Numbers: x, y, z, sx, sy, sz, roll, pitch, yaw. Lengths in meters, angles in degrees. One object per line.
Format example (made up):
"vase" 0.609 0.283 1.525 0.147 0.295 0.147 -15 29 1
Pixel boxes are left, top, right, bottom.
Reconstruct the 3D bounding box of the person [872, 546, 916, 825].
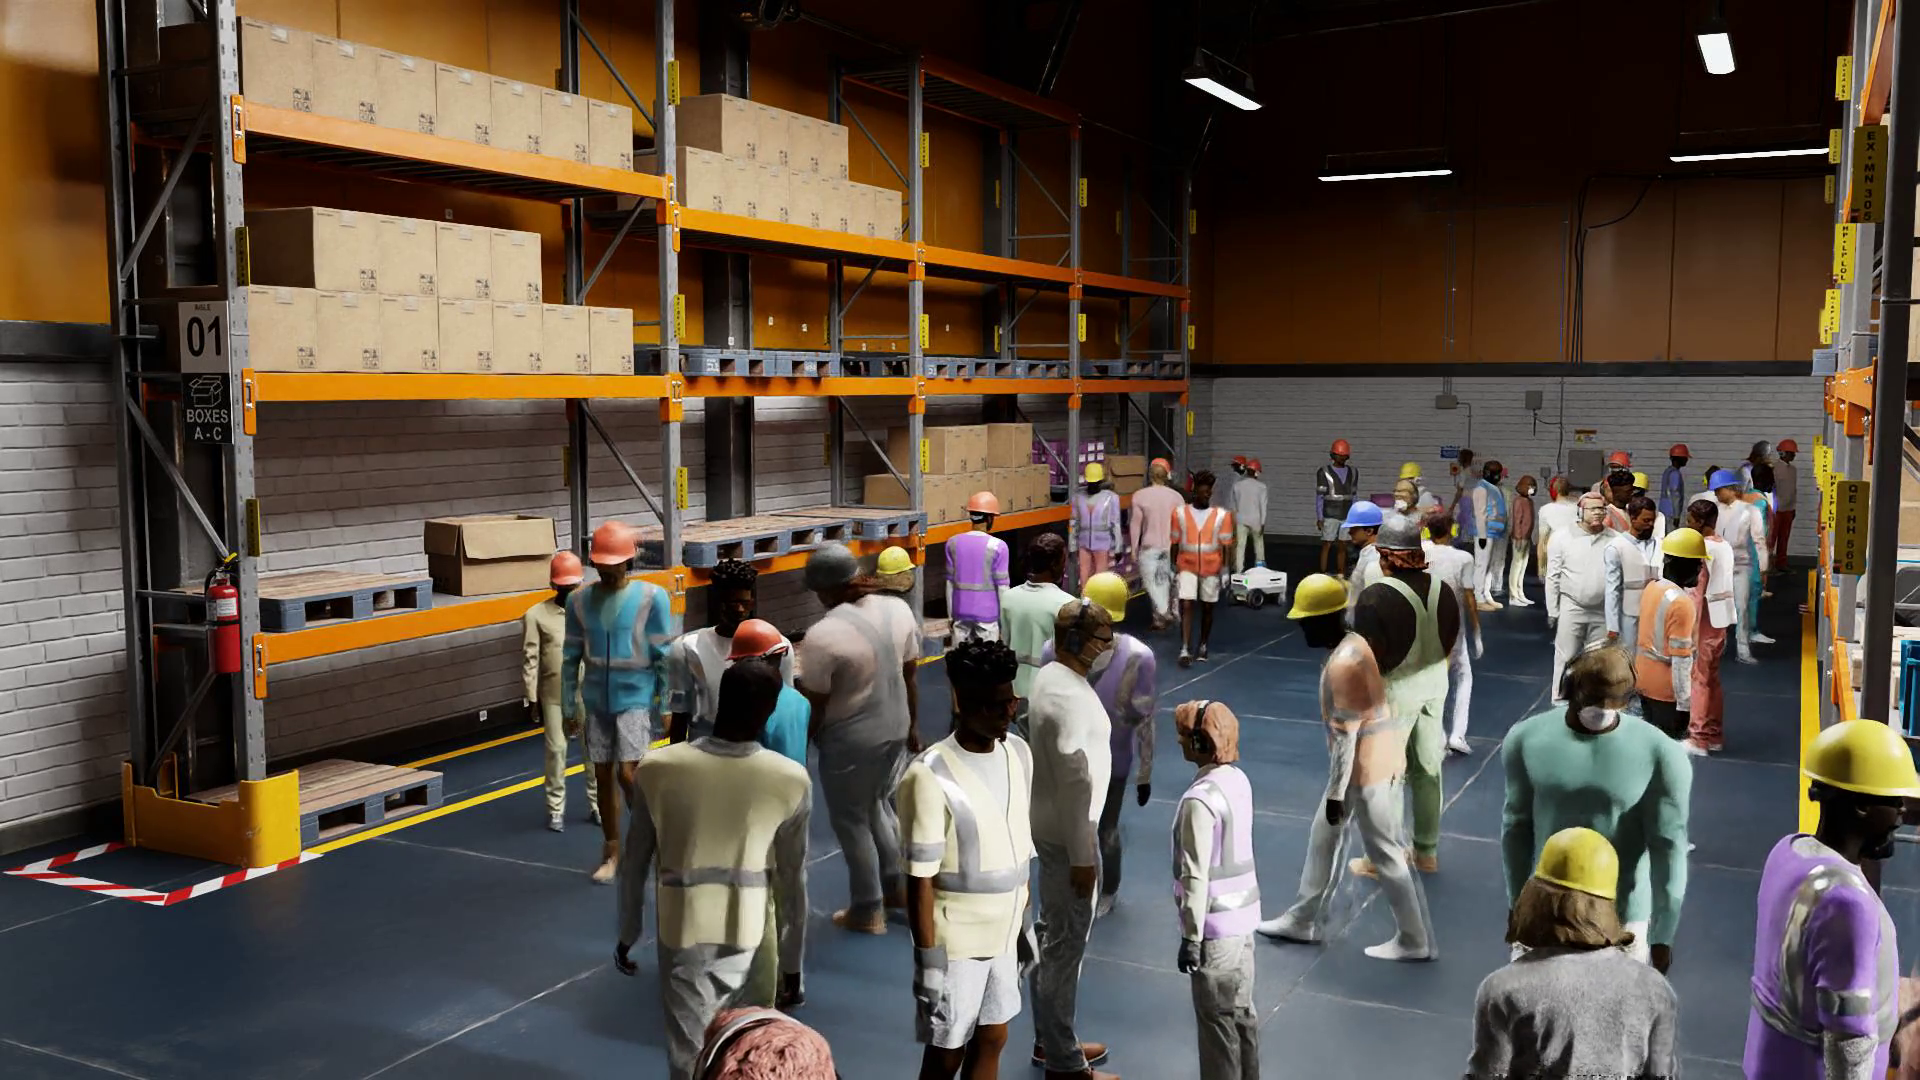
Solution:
"person" -0.407 0.910 10.455 0.283 1.746 0.493 -3 6 -27

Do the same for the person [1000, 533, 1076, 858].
"person" 0.472 0.915 9.475 0.379 1.918 0.596 -5 7 -44

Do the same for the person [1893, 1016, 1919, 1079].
"person" 2.905 1.389 4.830 0.873 1.850 0.693 3 6 29

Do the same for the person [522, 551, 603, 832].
"person" -2.400 0.929 10.277 0.577 1.738 0.354 -2 6 -22

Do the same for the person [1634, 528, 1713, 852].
"person" 4.218 0.883 9.866 0.403 1.919 0.581 0 5 4

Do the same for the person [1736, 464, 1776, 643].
"person" 8.526 0.139 17.836 0.386 1.918 0.595 1 5 10

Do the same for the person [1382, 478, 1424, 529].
"person" 3.925 0.416 14.785 0.494 1.923 0.664 -5 7 -42

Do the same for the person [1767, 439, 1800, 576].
"person" 11.882 -0.467 24.021 0.617 1.986 0.406 -3 6 -28

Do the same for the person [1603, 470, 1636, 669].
"person" 6.179 0.318 15.648 0.361 1.965 0.612 5 7 44

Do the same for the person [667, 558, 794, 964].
"person" -1.068 1.052 7.836 0.611 1.958 0.368 -1 5 -14

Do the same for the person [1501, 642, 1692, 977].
"person" 2.087 1.291 5.585 0.633 1.895 0.897 3 6 31

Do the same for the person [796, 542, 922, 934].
"person" -0.558 0.962 8.322 0.543 2.000 0.745 4 6 34

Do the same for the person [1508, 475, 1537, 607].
"person" 7.039 0.007 20.771 0.285 1.632 0.499 4 7 38

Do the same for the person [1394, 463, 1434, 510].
"person" 5.515 -0.039 20.311 0.411 1.820 0.635 -2 6 -22

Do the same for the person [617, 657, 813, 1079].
"person" -0.799 1.322 5.460 0.647 1.862 0.834 -1 6 -16

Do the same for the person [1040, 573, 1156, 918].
"person" 0.667 1.064 8.246 0.630 1.870 0.970 1 6 15

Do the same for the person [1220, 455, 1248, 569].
"person" 4.051 -0.405 24.770 0.591 1.708 0.581 -1 5 -9

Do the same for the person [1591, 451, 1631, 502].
"person" 7.683 -0.047 19.497 0.408 1.984 0.617 -5 7 -43

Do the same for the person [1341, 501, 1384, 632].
"person" 2.901 0.690 11.820 0.417 1.939 0.610 1 5 13

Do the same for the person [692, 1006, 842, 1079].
"person" -0.270 1.595 2.324 0.657 1.893 0.400 -4 7 -38

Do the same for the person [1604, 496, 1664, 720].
"person" 5.202 0.609 12.853 0.604 1.906 0.399 -3 6 -29

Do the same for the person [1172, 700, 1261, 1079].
"person" 0.917 1.386 5.970 0.323 1.630 0.519 3 6 27

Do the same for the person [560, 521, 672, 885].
"person" -1.897 0.898 9.117 0.640 2.021 0.437 1 5 10

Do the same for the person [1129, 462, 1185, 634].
"person" 2.198 0.106 18.235 0.654 1.916 0.610 -2 6 -21

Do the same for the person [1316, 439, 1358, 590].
"person" 5.056 -0.328 22.203 0.614 2.039 0.390 -2 6 -17

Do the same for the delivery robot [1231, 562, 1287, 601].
"delivery robot" 3.696 0.512 20.550 0.707 0.478 0.477 -4 7 -32

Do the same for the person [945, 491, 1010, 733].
"person" 0.151 0.579 13.075 0.553 1.924 0.391 3 6 27

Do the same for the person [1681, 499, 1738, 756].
"person" 5.576 0.649 12.416 0.399 1.906 0.603 5 7 43

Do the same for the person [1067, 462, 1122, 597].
"person" 1.539 0.055 18.860 0.663 1.890 0.630 2 6 22

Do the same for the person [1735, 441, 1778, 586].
"person" 10.824 -0.370 22.658 0.707 2.000 0.568 -3 6 -27

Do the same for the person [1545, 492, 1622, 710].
"person" 4.993 0.569 13.241 0.639 1.913 0.409 0 5 4

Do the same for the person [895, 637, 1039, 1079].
"person" 0.042 1.277 5.417 0.376 1.959 0.607 4 7 38

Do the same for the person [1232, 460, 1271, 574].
"person" 4.100 -0.278 23.412 0.574 1.702 0.873 3 6 31

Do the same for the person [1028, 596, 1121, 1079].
"person" 0.439 1.182 6.539 0.371 1.934 0.627 0 5 -3

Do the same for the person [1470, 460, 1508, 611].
"person" 6.478 -0.055 20.358 0.430 1.841 0.624 4 6 35

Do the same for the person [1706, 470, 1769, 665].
"person" 7.603 0.271 16.401 0.434 1.922 0.690 -5 7 -42

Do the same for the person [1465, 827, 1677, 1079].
"person" 1.440 1.537 4.000 0.556 1.676 0.882 -1 5 -8

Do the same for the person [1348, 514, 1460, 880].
"person" 2.423 0.870 9.319 0.682 2.000 0.536 -3 6 -29

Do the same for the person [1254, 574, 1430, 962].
"person" 1.831 1.091 7.958 0.939 1.856 0.621 1 5 10

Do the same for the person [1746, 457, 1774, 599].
"person" 10.301 -0.154 21.443 0.514 1.842 0.356 -5 7 -43

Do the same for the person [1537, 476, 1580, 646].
"person" 6.270 0.246 17.210 0.618 1.819 0.543 -1 5 -14

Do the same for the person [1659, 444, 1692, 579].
"person" 10.147 -0.400 23.616 0.404 1.928 0.545 1 5 13

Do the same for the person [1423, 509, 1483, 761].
"person" 3.571 0.695 12.233 0.571 1.844 0.496 3 6 31

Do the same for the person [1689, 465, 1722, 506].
"person" 8.378 0.096 18.568 0.523 1.870 0.325 2 6 18

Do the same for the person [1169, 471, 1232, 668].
"person" 2.348 0.289 16.252 0.611 1.904 1.023 1 5 9

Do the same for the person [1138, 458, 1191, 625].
"person" 2.310 0.037 18.786 0.634 1.959 0.751 1 5 7

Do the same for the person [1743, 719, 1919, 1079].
"person" 2.221 1.404 4.243 0.396 1.918 0.590 1 5 15

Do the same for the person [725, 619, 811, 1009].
"person" -0.862 1.212 7.251 0.353 1.737 0.573 2 6 20
